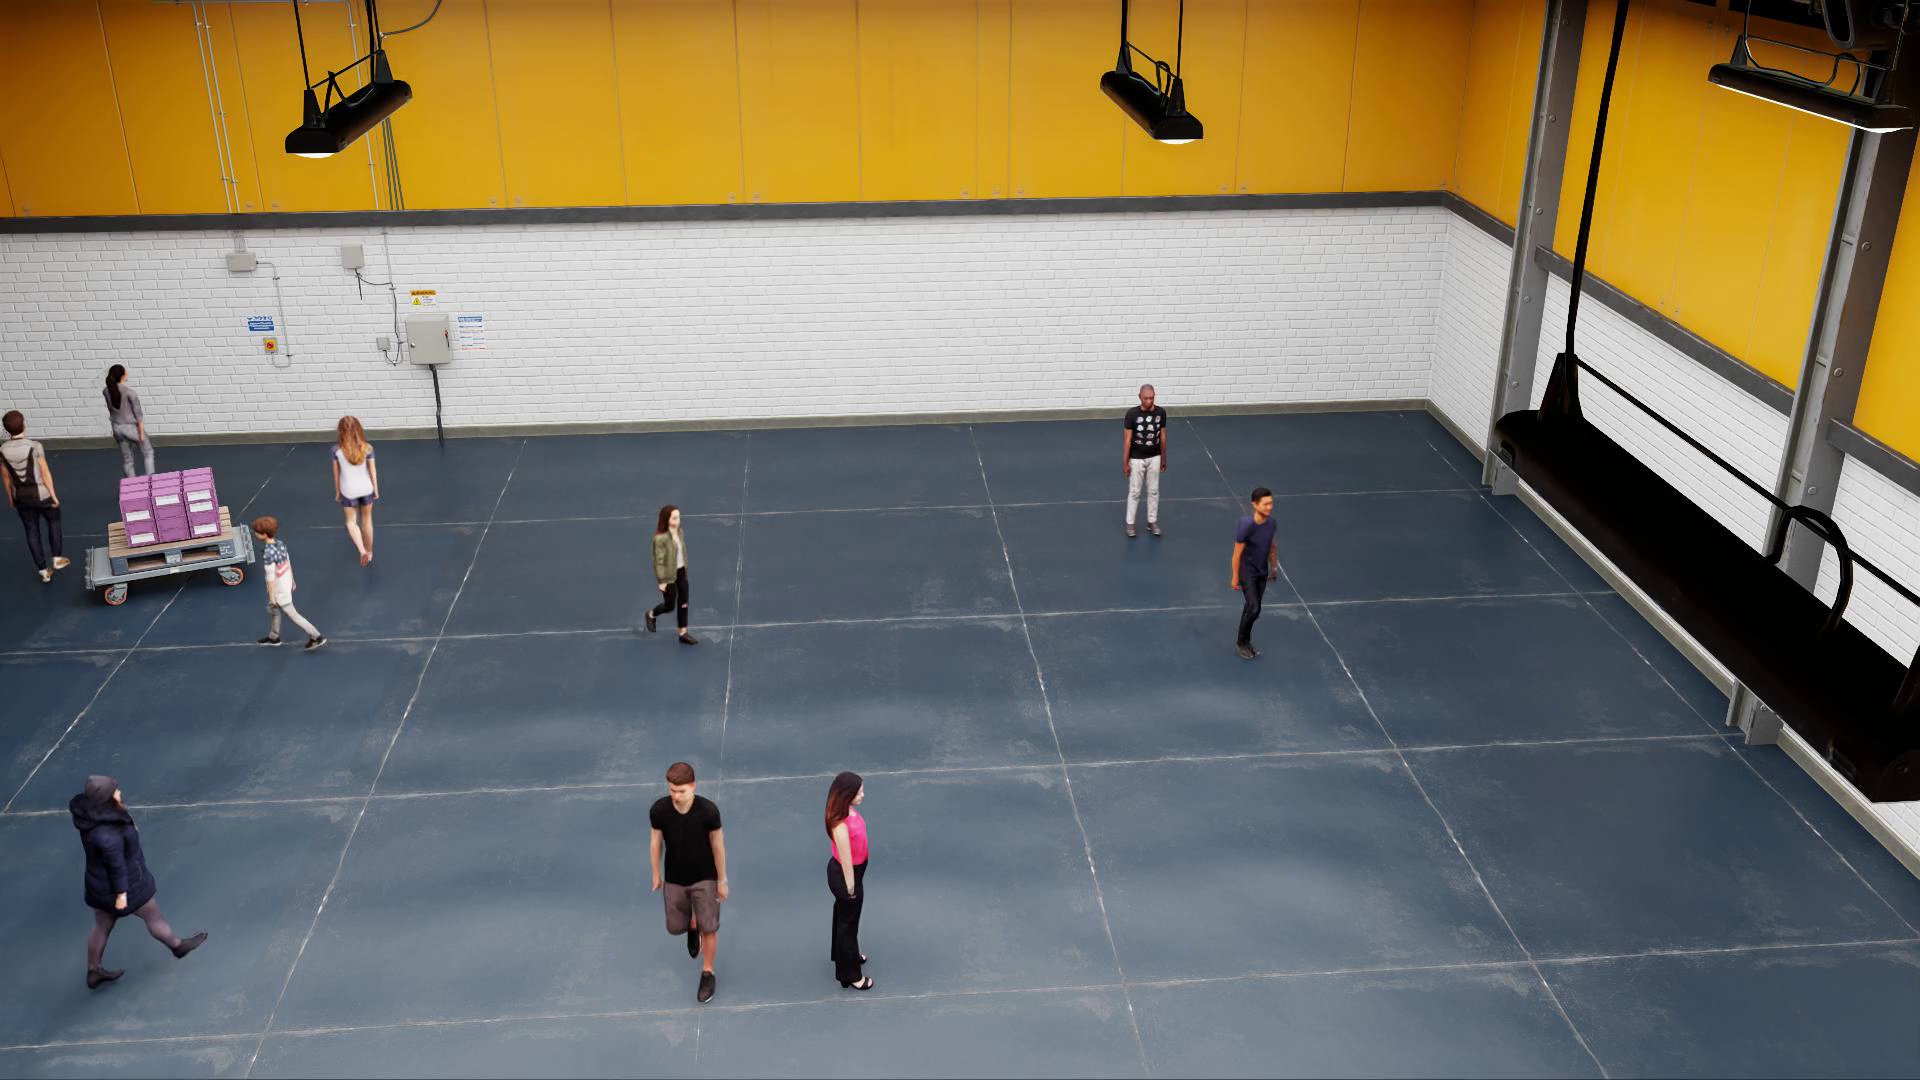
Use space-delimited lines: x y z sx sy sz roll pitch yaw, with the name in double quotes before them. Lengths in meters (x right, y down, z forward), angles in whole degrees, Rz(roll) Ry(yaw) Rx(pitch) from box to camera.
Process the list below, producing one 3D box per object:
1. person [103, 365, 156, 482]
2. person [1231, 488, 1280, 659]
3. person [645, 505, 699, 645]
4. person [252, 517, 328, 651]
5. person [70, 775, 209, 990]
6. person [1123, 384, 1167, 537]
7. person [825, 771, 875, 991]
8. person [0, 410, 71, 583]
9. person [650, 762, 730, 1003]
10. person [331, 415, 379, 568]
"person" -10.012 -1.259 19.917 0.680 1.664 0.671 3 24 6
"person" 2.804 0.288 16.228 0.767 1.785 0.776 -16 28 -32
"person" -2.904 0.345 16.494 0.910 1.466 0.875 15 28 30
"person" -6.606 0.455 16.316 0.616 1.407 0.901 -1 24 -1
"person" -5.958 2.404 11.582 1.095 1.629 1.122 21 31 40
"person" 2.108 -0.929 18.991 0.681 1.801 0.628 -4 24 -10
"person" -0.782 2.359 11.638 0.648 1.665 0.454 -3 24 -7
"person" -9.921 -0.434 17.765 0.734 1.876 0.780 -6 24 -14
"person" -1.843 2.283 11.589 0.764 1.845 0.926 1 24 1
"person" -6.564 -0.495 18.105 0.783 1.716 0.945 -10 26 -22
